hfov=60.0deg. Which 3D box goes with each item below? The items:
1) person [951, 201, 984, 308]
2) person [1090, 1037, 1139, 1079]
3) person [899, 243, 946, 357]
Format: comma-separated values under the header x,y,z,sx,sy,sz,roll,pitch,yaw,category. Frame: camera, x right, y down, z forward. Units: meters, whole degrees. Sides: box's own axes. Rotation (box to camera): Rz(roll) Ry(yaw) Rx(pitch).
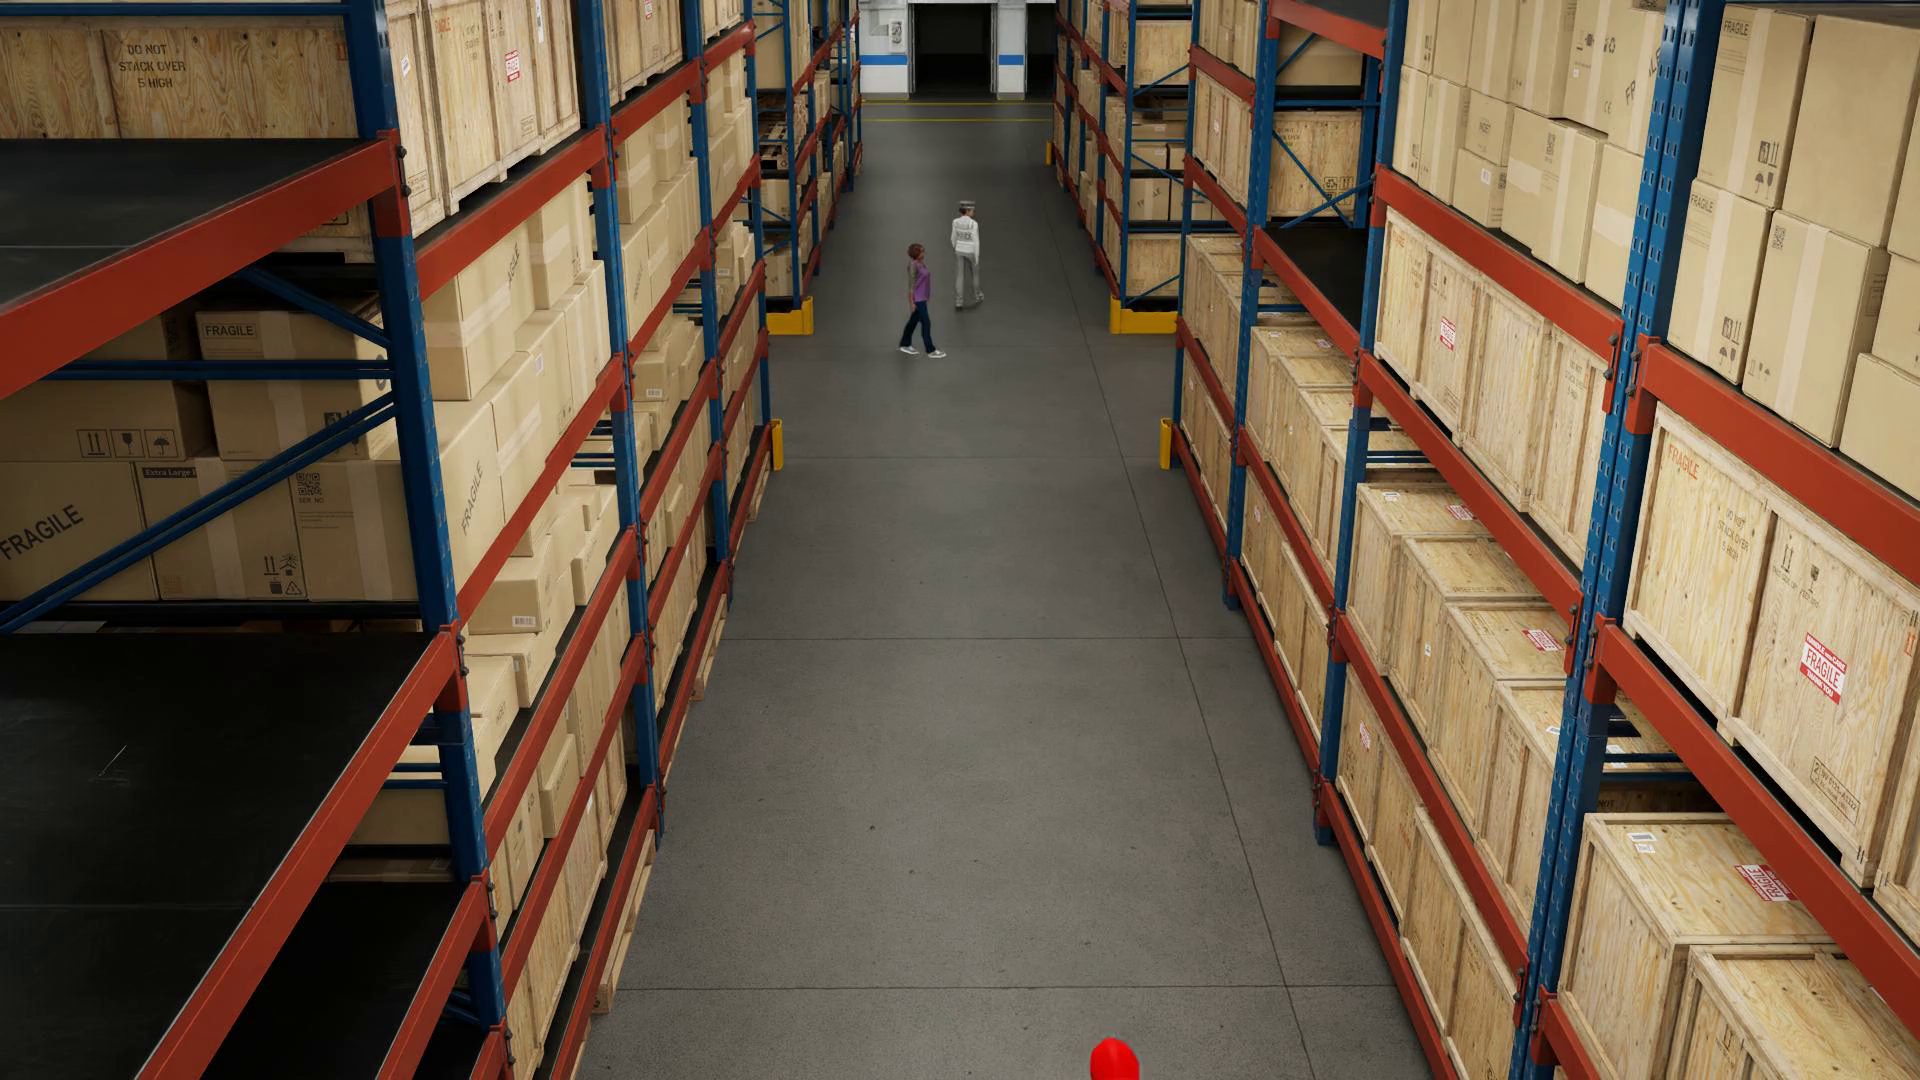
x,y,z,sx,sy,sz,roll,pitch,yaw,category
0.102,-4.490,26.022,0.509,1.638,0.871,7,22,16,person
0.678,2.911,7.077,0.563,1.794,0.419,-7,22,-16,person
-0.522,-3.352,23.246,0.711,1.590,0.415,4,22,10,person
